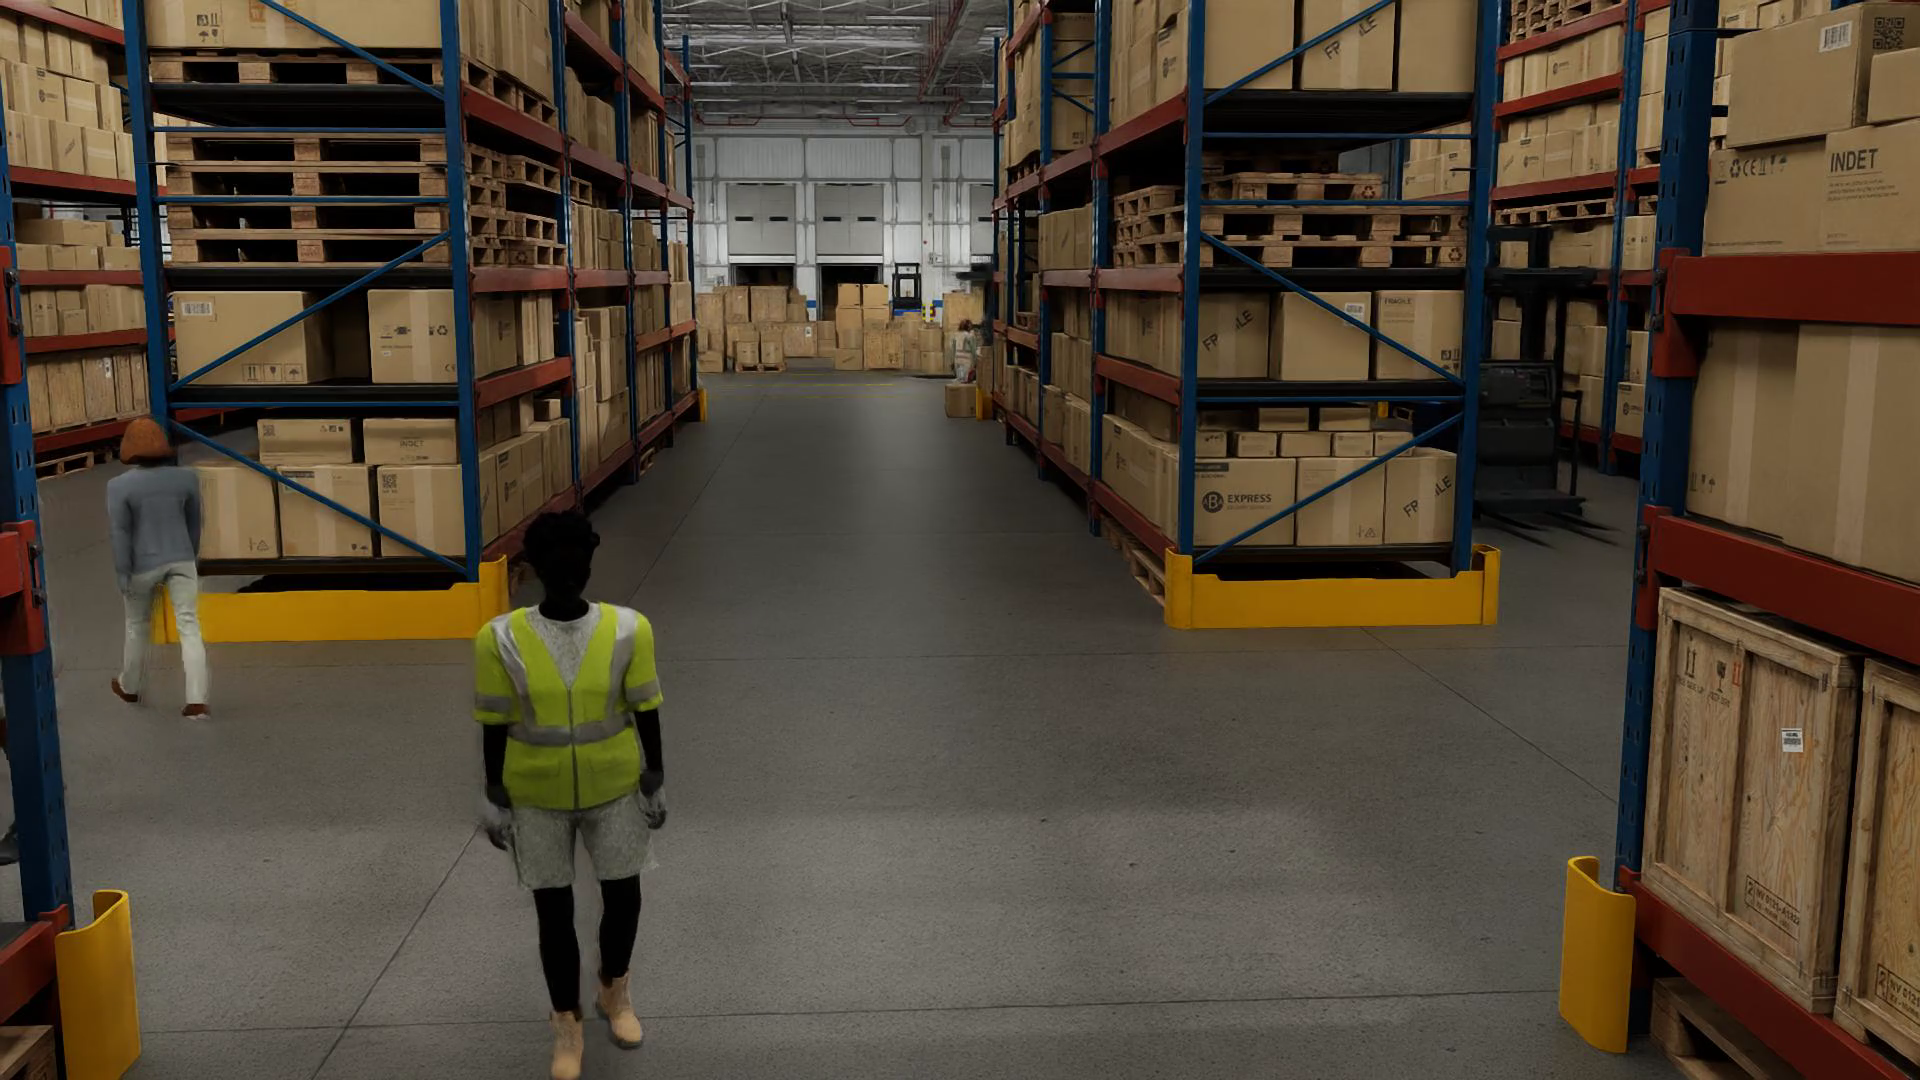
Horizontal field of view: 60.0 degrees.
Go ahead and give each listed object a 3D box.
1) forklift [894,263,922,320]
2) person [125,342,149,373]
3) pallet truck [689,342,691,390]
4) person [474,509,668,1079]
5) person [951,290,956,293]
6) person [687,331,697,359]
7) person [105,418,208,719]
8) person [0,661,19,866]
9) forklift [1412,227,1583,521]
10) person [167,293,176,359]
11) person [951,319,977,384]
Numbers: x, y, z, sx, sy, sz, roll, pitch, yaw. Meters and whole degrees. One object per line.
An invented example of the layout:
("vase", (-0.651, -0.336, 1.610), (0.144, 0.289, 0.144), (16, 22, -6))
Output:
("forklift", (-1.983, -9.012, 62.419), (1.129, 2.768, 1.873), (-1, 9, -4))
("person", (-17.719, -4.321, 35.849), (0.602, 1.958, 0.380), (1, 9, 5))
("pallet truck", (-5.225, -3.008, 27.480), (1.885, 1.965, 0.823), (2, 9, 14))
("person", (-1.139, 0.744, 4.900), (0.544, 1.691, 0.383), (-3, 9, -17))
("person", (-0.205, -7.672, 57.262), (1.052, 1.825, 0.603), (-6, 11, -32))
("person", (-5.260, -3.585, 31.527), (0.549, 1.859, 0.385), (-6, 11, -33))
("person", (-4.301, 0.149, 8.901), (0.497, 1.592, 0.857), (-9, 12, -43))
("person", (-3.939, 0.388, 6.461), (0.551, 1.900, 0.720), (4, 10, 24))
("forklift", (5.284, -1.692, 16.453), (1.129, 2.768, 1.873), (-1, 9, -4))
("person", (-22.191, -5.992, 46.428), (0.359, 1.930, 0.587), (1, 9, 7))
("person", (0.039, -3.137, 29.573), (0.849, 1.592, 0.511), (-7, 12, -38))
